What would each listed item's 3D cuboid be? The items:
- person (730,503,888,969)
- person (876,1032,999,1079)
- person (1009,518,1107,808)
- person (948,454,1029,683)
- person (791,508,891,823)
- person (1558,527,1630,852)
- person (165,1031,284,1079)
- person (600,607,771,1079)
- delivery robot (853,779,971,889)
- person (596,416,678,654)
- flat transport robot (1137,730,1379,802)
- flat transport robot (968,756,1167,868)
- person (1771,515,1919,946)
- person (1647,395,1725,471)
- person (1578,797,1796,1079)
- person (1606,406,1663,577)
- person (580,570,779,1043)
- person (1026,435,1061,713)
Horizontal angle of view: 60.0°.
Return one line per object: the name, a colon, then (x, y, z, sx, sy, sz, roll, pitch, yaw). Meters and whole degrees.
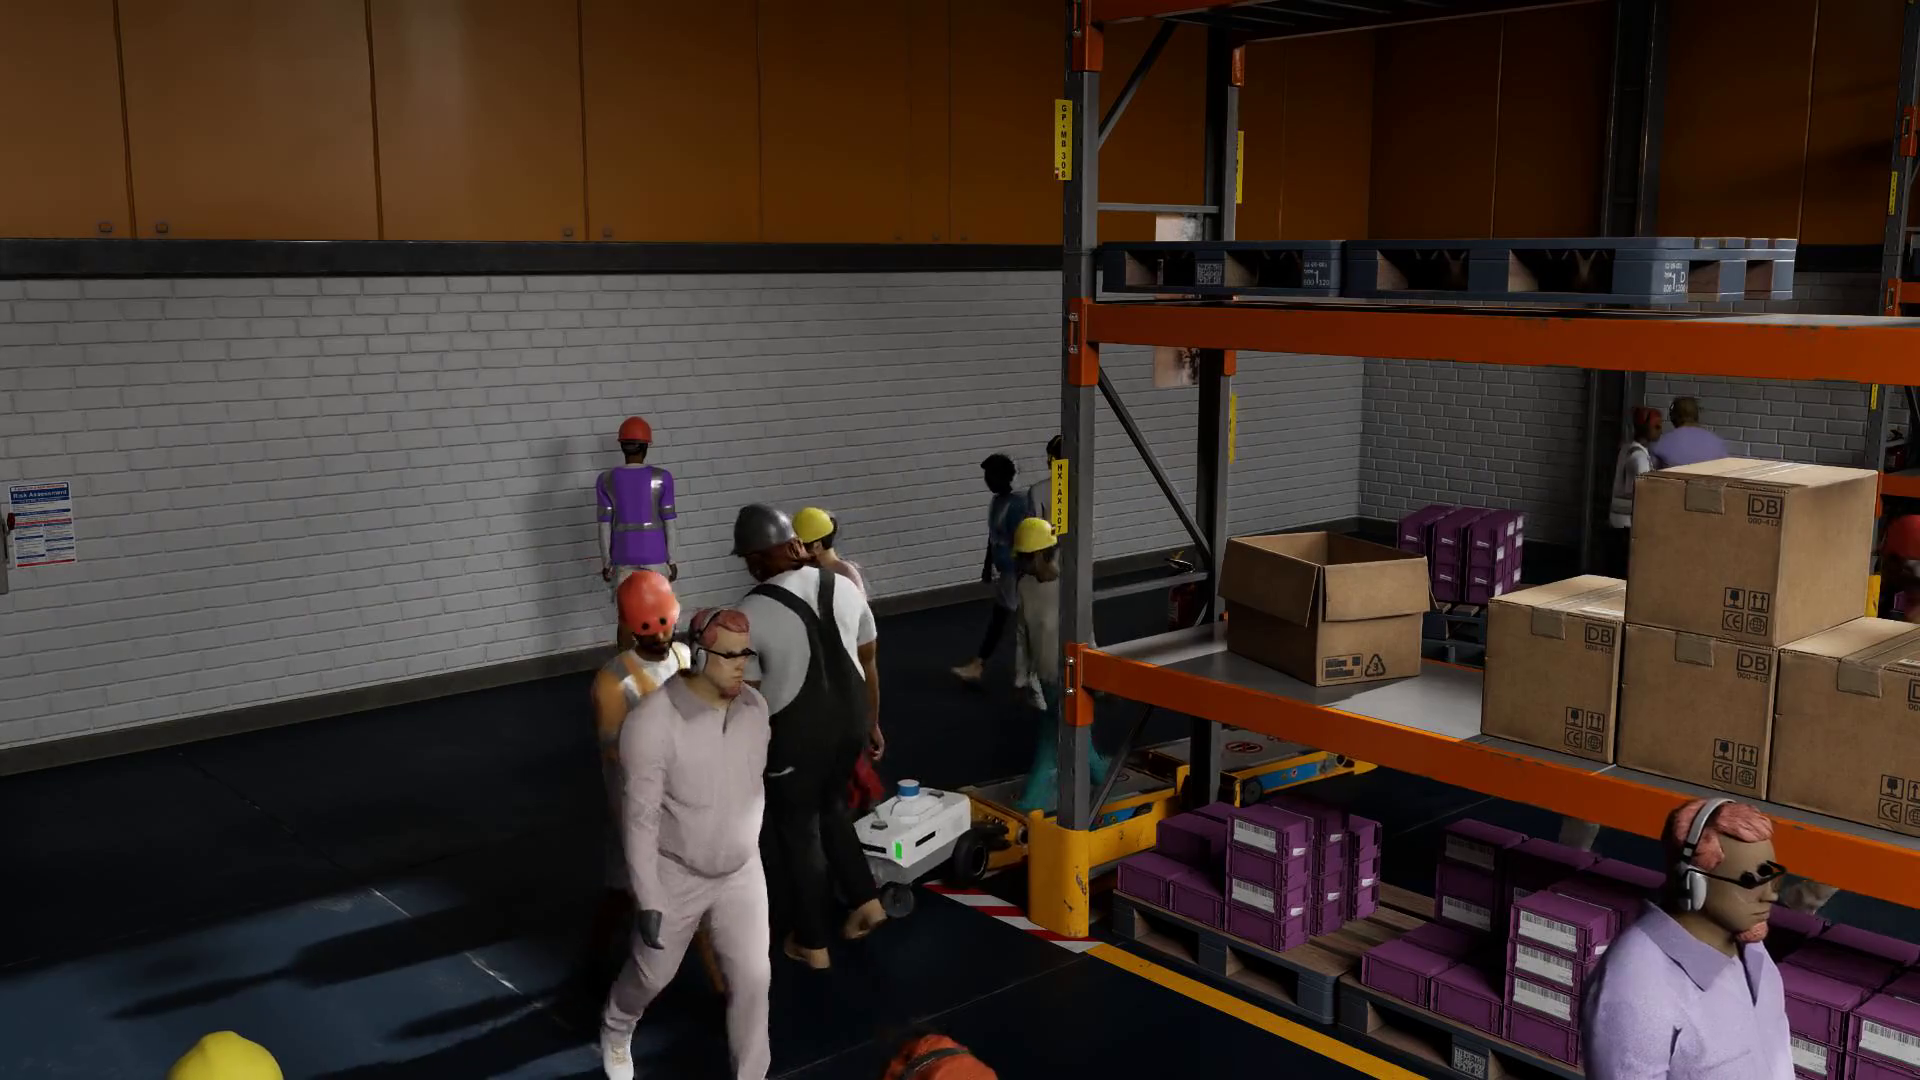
person: (-0.711, 0.808, 7.146, 0.713, 2.000, 0.565, -9, 13, -42)
person: (-0.098, 1.655, 2.730, 0.587, 1.864, 0.806, -5, 11, -27)
person: (0.478, 0.726, 8.590, 0.928, 1.701, 0.560, -6, 11, -29)
person: (0.313, 0.209, 11.796, 0.848, 1.634, 0.538, -2, 10, -13)
person: (-0.669, 0.685, 8.783, 0.451, 1.724, 0.566, -6, 11, -29)
person: (3.172, 0.823, 7.768, 0.931, 1.806, 0.637, 4, 11, 24)
person: (-1.188, 1.683, 2.826, 0.523, 1.769, 0.317, -8, 12, -39)
person: (-0.951, 1.129, 5.805, 0.650, 1.864, 0.961, -8, 13, -40)
delivery robot: (-0.244, 1.379, 7.874, 0.477, 0.478, 0.707, 5, 11, 29)
person: (-2.224, 0.112, 11.518, 0.542, 1.939, 0.365, -1, 10, -3)
flat transport robot: (1.691, 1.272, 9.604, 1.431, 0.197, 0.652, -7, 12, -35)
flat transport robot: (0.533, 1.410, 8.797, 1.431, 0.197, 0.652, -7, 12, -34)
person: (4.038, 0.852, 7.187, 0.650, 1.934, 1.035, -9, 13, -42)
person: (5.836, -0.233, 13.612, 0.619, 1.907, 0.700, -1, 10, -4)
person: (1.586, 1.478, 3.619, 0.404, 1.906, 0.652, 9, 13, 44)
person: (5.414, -0.114, 13.062, 0.794, 1.856, 0.592, 3, 10, 18)
person: (-1.178, 1.016, 6.434, 1.032, 1.873, 0.549, 7, 12, 35)
person: (0.656, 0.223, 11.109, 0.511, 1.859, 0.313, -7, 12, -37)
